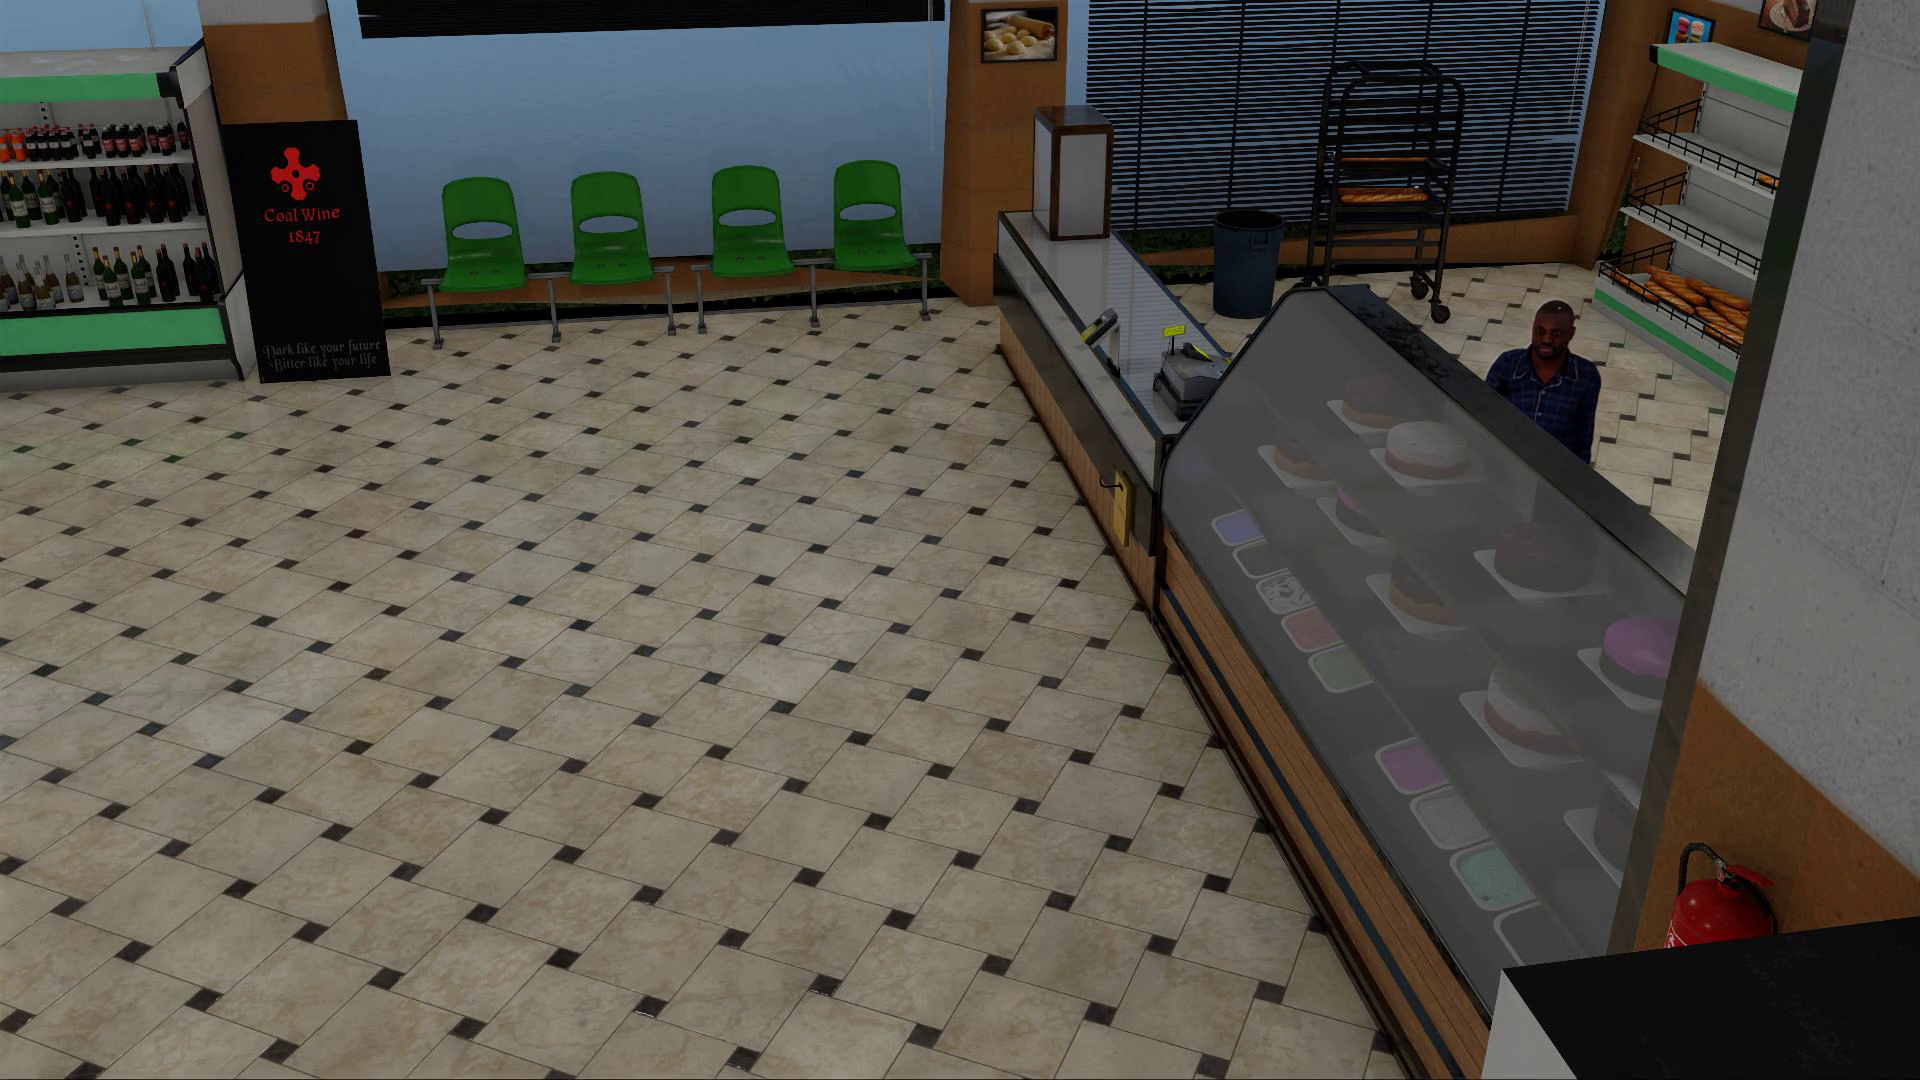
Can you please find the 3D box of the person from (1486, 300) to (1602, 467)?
[{"bbox_3d":[2.581,-0.224,7.570,0.722,1.823,0.837,9,28,18],"label":"person"}]
